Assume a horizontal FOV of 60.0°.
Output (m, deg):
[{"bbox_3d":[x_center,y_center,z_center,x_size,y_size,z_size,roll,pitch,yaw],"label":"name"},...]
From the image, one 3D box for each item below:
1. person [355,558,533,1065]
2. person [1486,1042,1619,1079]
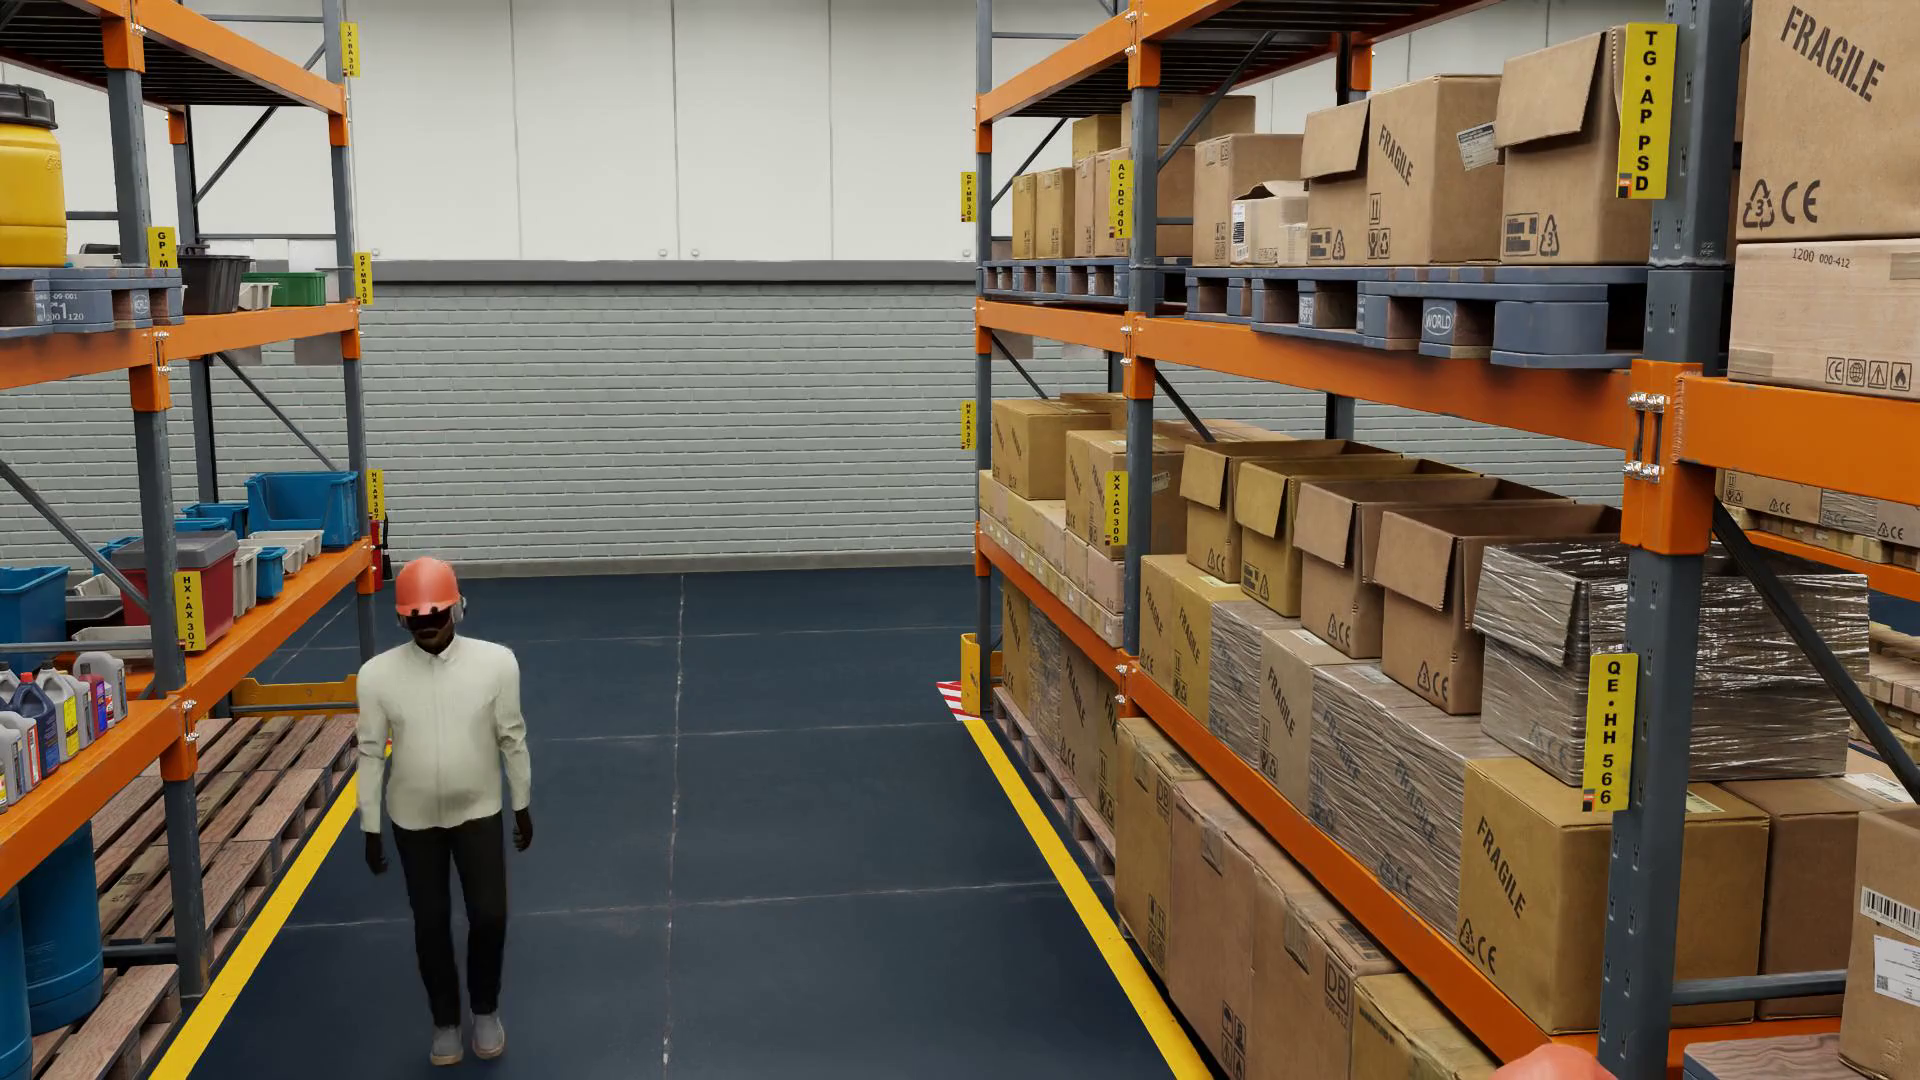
[{"bbox_3d":[-1.950,1.040,6.291,0.647,1.968,0.489,-3,10,-15],"label":"person"},{"bbox_3d":[0.750,1.661,2.243,0.616,2.041,0.383,1,9,6],"label":"person"}]
